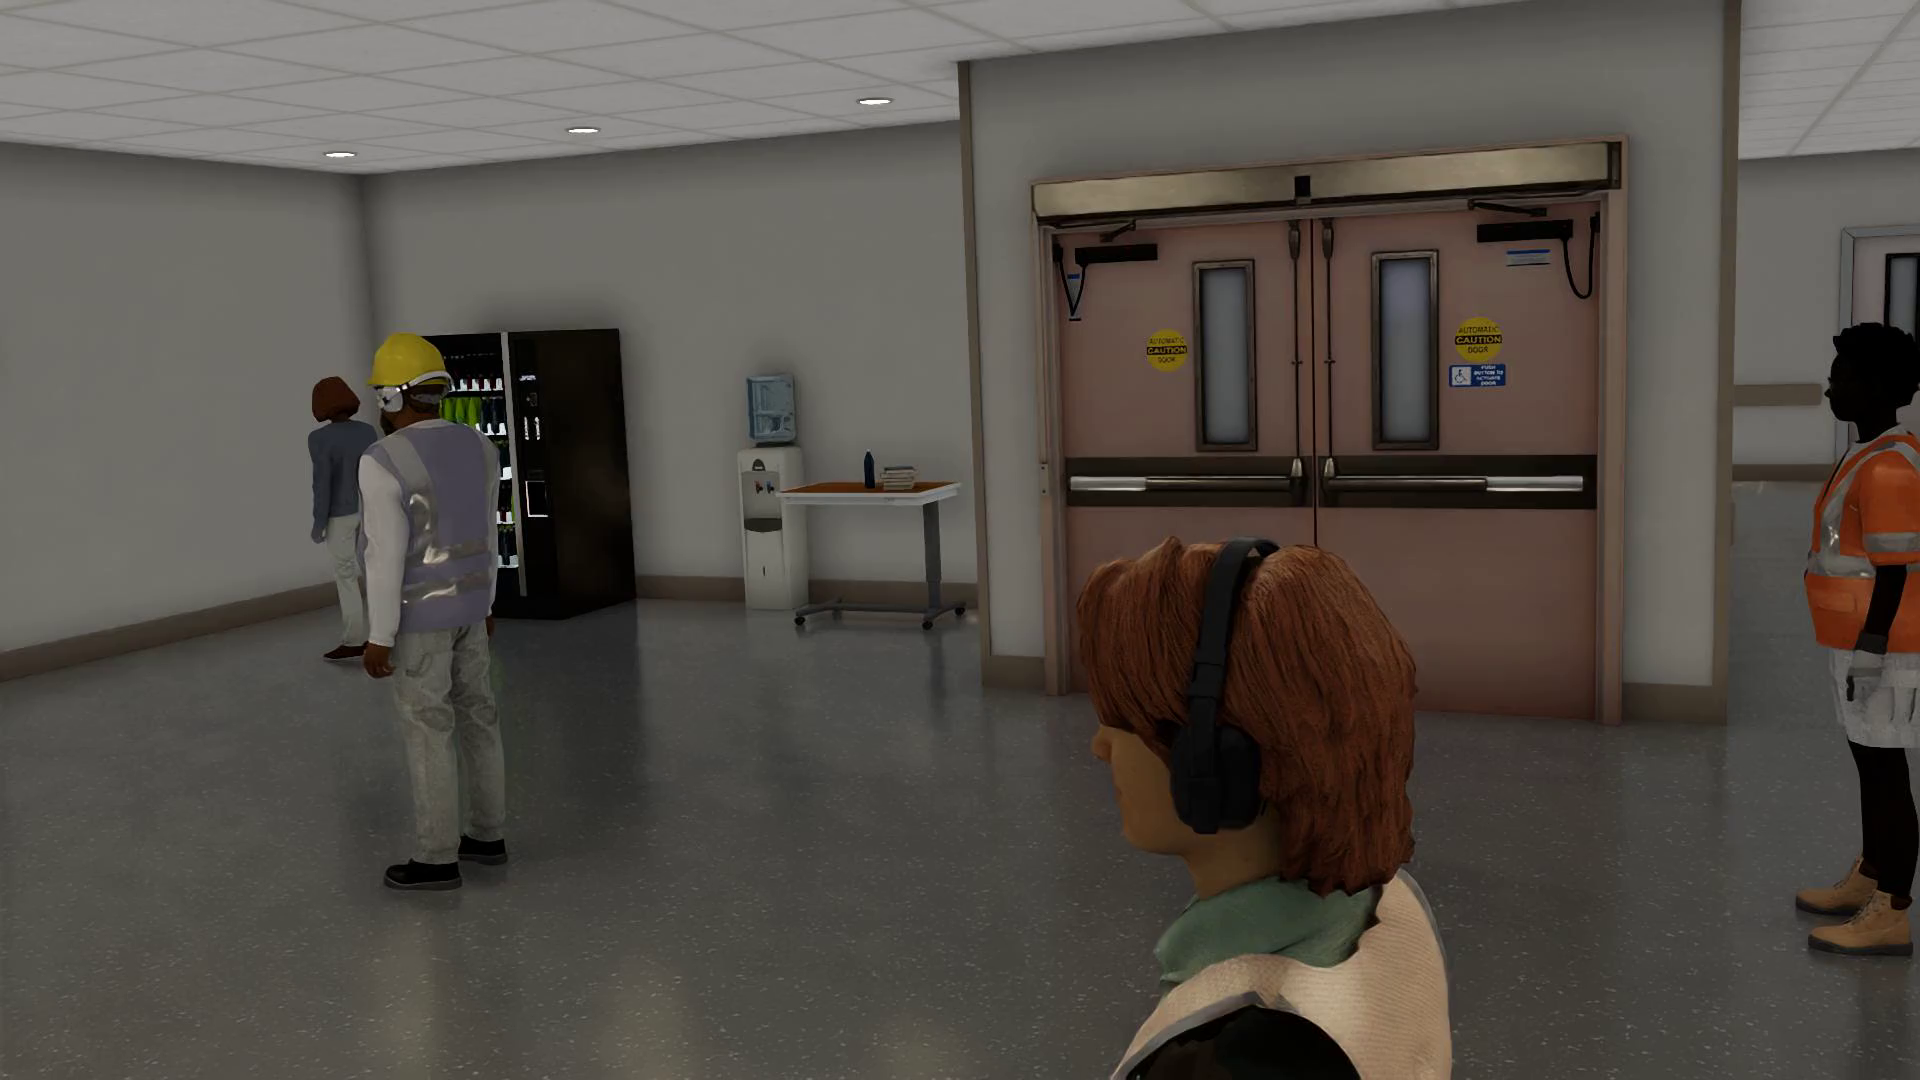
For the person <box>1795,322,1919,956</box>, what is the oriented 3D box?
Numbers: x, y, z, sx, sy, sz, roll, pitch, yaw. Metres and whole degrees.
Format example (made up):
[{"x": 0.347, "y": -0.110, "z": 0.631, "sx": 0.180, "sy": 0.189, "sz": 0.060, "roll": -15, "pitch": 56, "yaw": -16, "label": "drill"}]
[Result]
[{"x": 2.458, "y": 0.265, "z": 4.498, "sx": 0.319, "sy": 1.696, "sz": 0.532, "roll": 1, "pitch": 8, "yaw": 23, "label": "person"}]

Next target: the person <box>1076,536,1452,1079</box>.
[{"x": 0.233, "y": 0.808, "z": 1.224, "sx": 0.308, "sy": 1.640, "sz": 0.510, "roll": 1, "pitch": 8, "yaw": 23, "label": "person"}]

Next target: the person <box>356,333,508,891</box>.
[{"x": -1.758, "y": 0.235, "z": 5.509, "sx": 0.403, "sy": 1.833, "sz": 0.586, "roll": 1, "pitch": 8, "yaw": 23, "label": "person"}]

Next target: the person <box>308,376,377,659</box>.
[{"x": -3.539, "y": -0.126, "z": 9.605, "sx": 0.289, "sy": 1.633, "sz": 0.497, "roll": 1, "pitch": 8, "yaw": 23, "label": "person"}]
